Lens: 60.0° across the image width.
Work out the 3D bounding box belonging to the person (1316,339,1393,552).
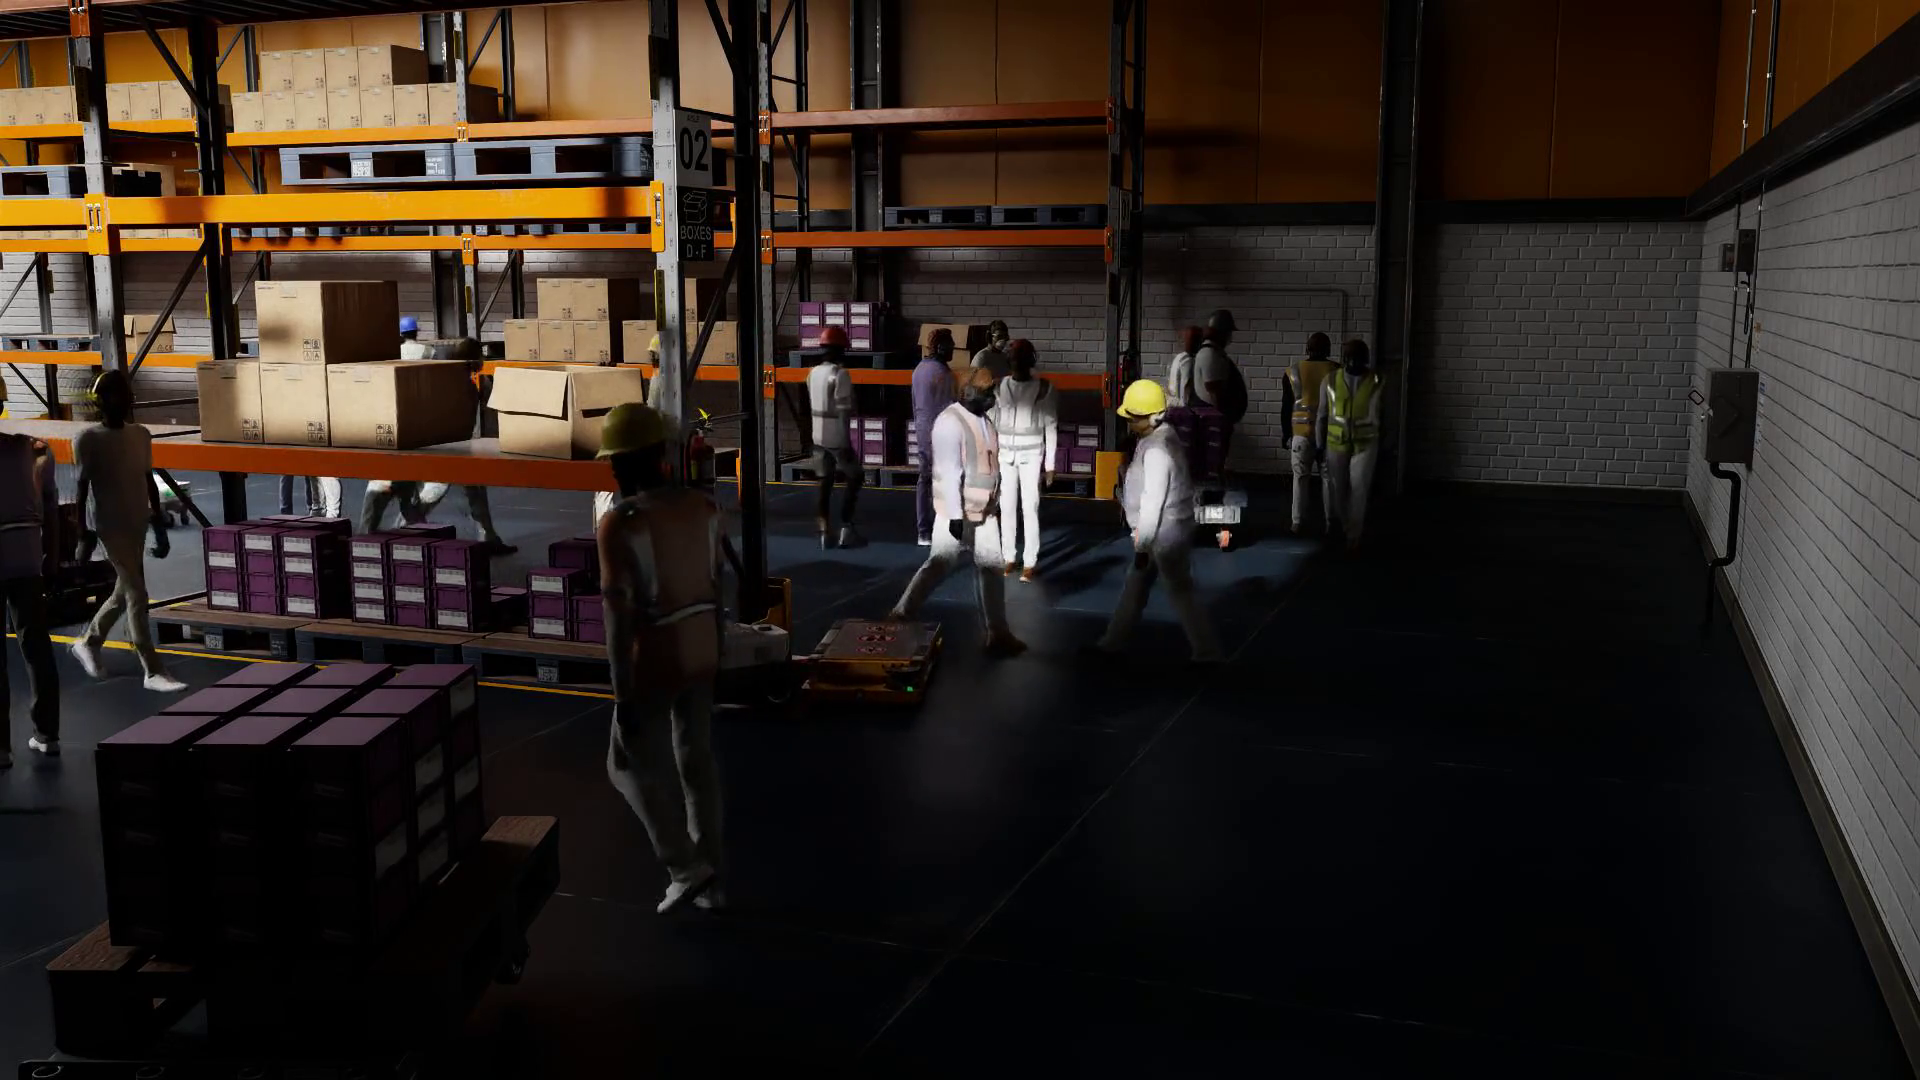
[{"bbox_3d":[3.412,-0.839,14.426,0.636,1.818,0.746,4,10,21],"label":"person"}]

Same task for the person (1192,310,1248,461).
[{"bbox_3d":[2.522,-1.226,16.159,0.537,2.000,0.697,2,9,10],"label":"person"}]

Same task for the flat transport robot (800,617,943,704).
[{"bbox_3d":[-0.488,0.684,9.704,0.652,0.197,1.431,1,9,5],"label":"flat transport robot"}]

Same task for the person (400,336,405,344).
[{"bbox_3d":[-6.741,-1.764,19.689,0.623,1.988,0.393,-4,10,-21],"label":"person"}]

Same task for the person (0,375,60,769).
[{"bbox_3d":[-4.621,0.132,7.986,0.370,1.927,0.588,6,11,32],"label":"person"}]

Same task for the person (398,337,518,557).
[{"bbox_3d":[-4.240,-0.734,13.689,1.077,1.865,0.640,-7,11,-36],"label":"person"}]

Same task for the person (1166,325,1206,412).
[{"bbox_3d":[2.271,-1.232,16.776,0.549,1.863,0.703,-1,9,-8],"label":"person"}]

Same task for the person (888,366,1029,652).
[{"bbox_3d":[-0.026,-0.204,10.524,0.941,1.798,0.637,5,11,30],"label":"person"}]

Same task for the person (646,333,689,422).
[{"bbox_3d":[-2.932,-1.153,16.511,0.925,1.783,0.613,2,9,11],"label":"person"}]

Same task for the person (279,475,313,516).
[{"bbox_3d":[-6.144,-0.979,15.457,0.524,1.772,0.301,-8,12,-41],"label":"person"}]

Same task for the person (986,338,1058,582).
[{"bbox_3d":[0.454,-0.622,12.906,0.577,1.883,0.395,3,10,19],"label":"person"}]

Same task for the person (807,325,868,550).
[{"bbox_3d":[-1.026,-0.877,14.312,0.540,1.923,0.580,-8,12,-42],"label":"person"}]

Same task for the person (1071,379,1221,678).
[{"bbox_3d":[1.108,-0.056,9.677,0.906,1.762,0.652,0,9,3],"label":"person"}]

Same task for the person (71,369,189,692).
[{"bbox_3d":[-4.828,-0.064,9.514,0.909,1.841,0.526,4,10,22],"label":"person"}]

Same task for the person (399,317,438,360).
[{"bbox_3d":[-6.266,-1.607,19.066,0.642,1.891,1.016,-1,9,-9],"label":"person"}]

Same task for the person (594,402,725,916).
[{"bbox_3d":[-1.083,0.448,6.058,0.428,1.905,0.625,7,12,39],"label":"person"}]

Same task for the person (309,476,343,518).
[{"bbox_3d":[-5.848,-1.006,15.098,0.630,1.940,0.372,9,13,44],"label":"person"}]

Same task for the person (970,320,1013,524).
[{"bbox_3d":[0.321,-1.120,15.819,0.377,1.937,0.629,5,10,30],"label":"person"}]

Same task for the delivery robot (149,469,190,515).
[{"bbox_3d":[-7.583,-0.438,15.566,0.707,0.478,0.477,3,9,15],"label":"delivery robot"}]

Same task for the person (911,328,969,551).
[{"bbox_3d":[-0.169,-0.860,14.276,0.401,1.910,0.640,-4,10,-24],"label":"person"}]

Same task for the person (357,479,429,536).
[{"bbox_3d":[-4.314,-0.490,12.620,0.918,1.693,0.496,2,9,12],"label":"person"}]

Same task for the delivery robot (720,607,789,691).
[{"bbox_3d":[-1.296,0.608,8.997,0.707,0.478,0.477,-5,10,-29],"label":"delivery robot"}]

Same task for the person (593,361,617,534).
[{"bbox_3d":[-2.998,-0.698,14.096,0.305,1.639,0.522,-3,10,-18],"label":"person"}]

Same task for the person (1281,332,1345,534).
[{"bbox_3d":[3.242,-0.967,15.158,0.633,1.841,0.429,2,9,11],"label":"person"}]

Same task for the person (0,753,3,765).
[{"bbox_3d":[-4.602,0.312,7.148,0.668,1.844,0.547,2,9,10],"label":"person"}]
